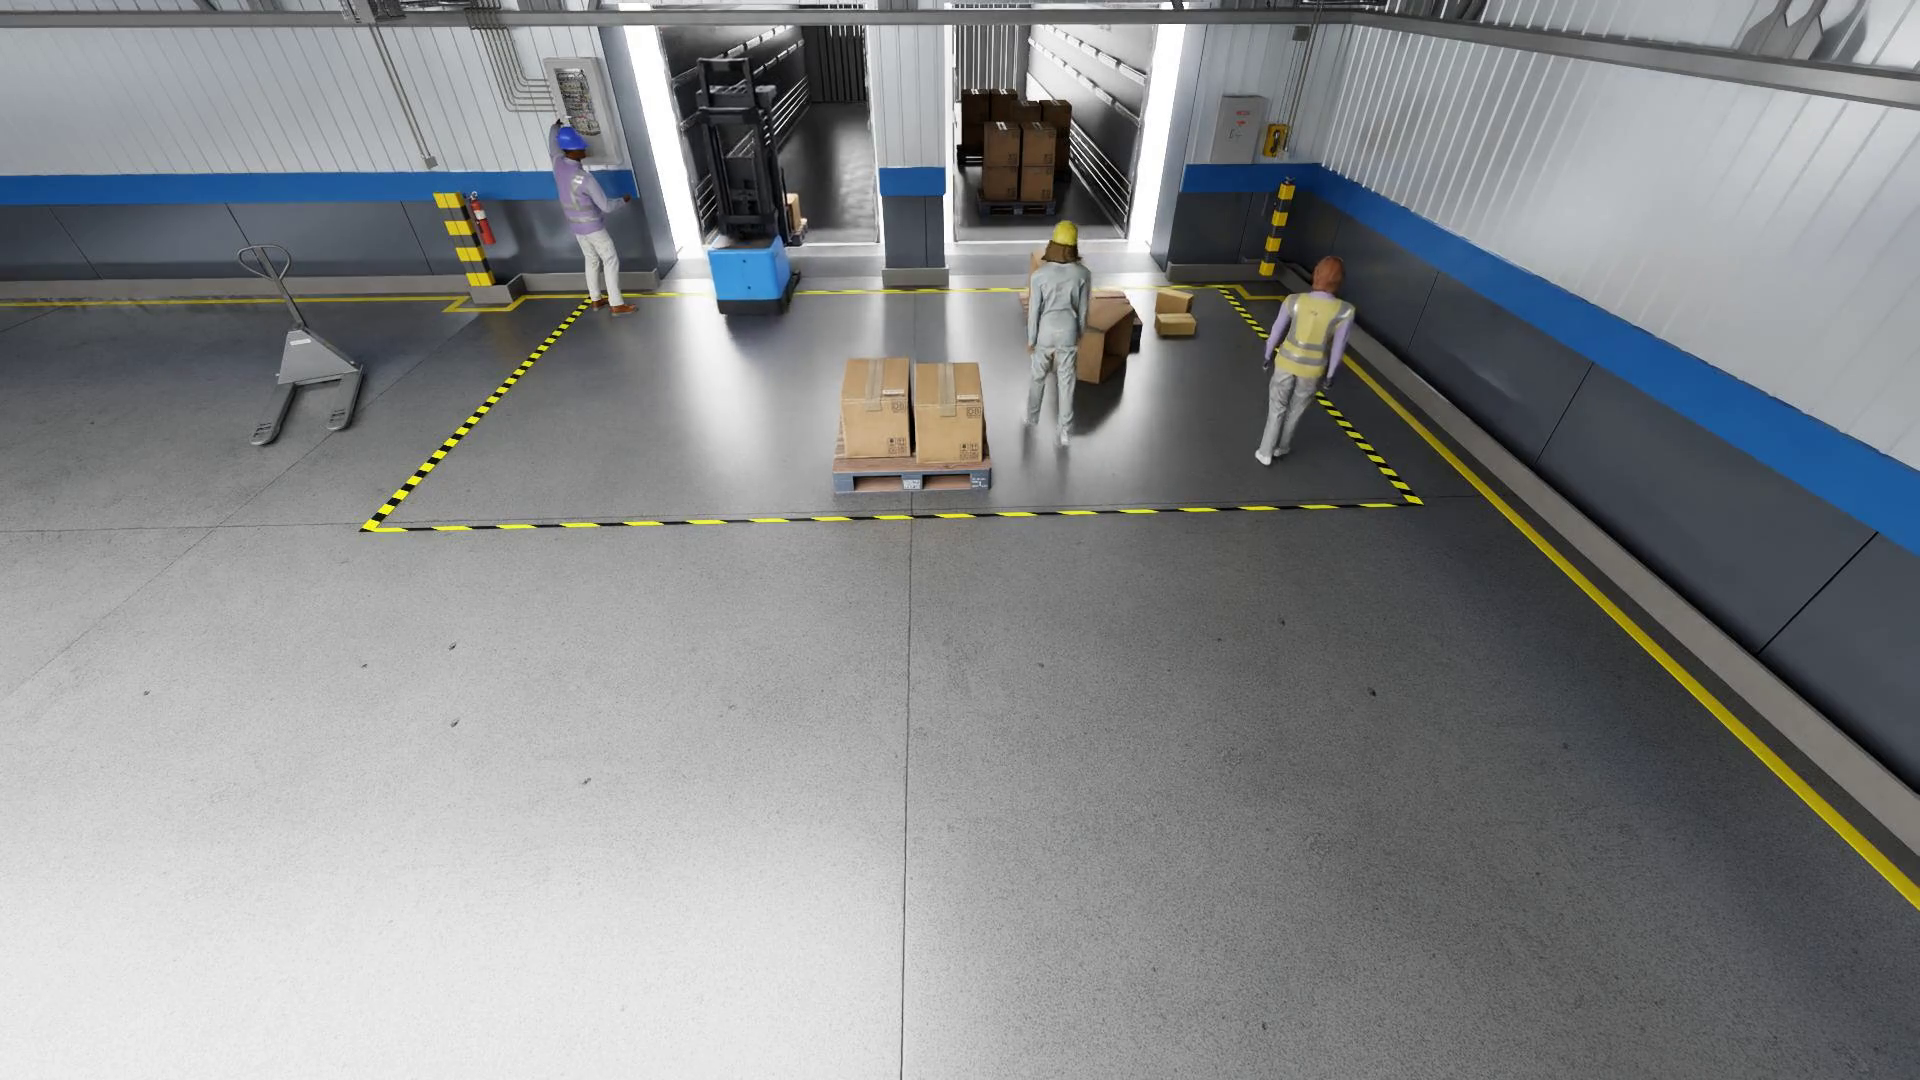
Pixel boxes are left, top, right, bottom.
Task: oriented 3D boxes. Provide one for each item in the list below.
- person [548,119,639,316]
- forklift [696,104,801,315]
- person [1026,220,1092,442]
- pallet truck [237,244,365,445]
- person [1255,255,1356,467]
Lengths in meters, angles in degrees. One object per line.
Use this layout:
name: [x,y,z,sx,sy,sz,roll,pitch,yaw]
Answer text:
person: [-4.088,-3.550,8.120,1.067,1.909,0.684,23,44,26]
forklift: [-2.381,-3.570,8.035,0.716,2.013,0.776,-1,38,-1]
person: [0.772,-1.637,5.871,0.488,1.734,0.568,-1,38,-1]
pallet truck: [-5.915,-1.733,6.366,0.680,1.201,1.601,-18,42,-21]
person: [2.557,-1.312,5.522,0.546,1.628,0.450,21,43,25]
